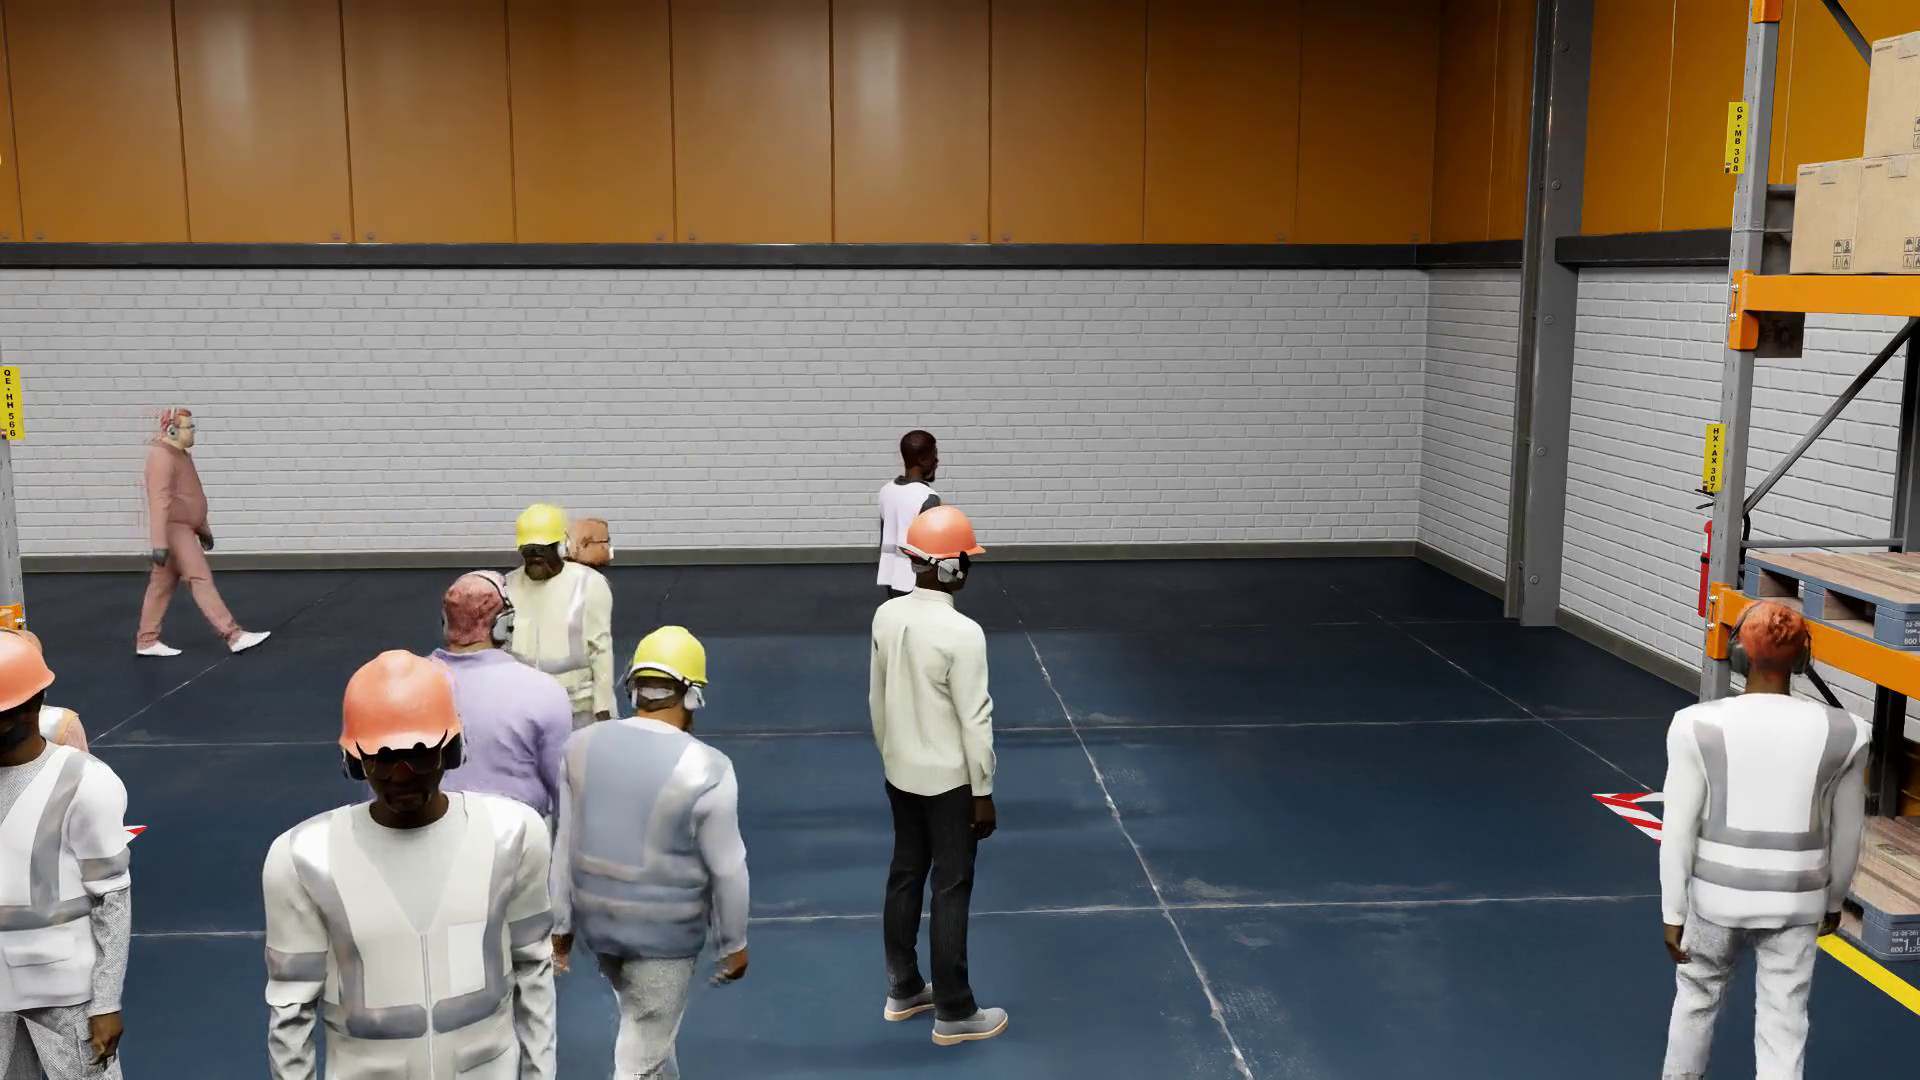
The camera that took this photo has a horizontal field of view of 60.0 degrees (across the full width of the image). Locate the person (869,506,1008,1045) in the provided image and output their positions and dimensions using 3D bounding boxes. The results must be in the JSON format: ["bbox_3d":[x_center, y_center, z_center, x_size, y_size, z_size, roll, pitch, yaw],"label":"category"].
[{"bbox_3d":[-0.082,0.863,6.179,0.382,1.993,0.622,-8,12,-40],"label":"person"}]

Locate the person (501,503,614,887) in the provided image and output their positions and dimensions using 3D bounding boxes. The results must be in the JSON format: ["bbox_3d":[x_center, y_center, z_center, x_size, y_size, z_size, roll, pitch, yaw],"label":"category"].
[{"bbox_3d":[-1.876,0.701,7.828,0.590,1.807,0.847,1,9,6],"label":"person"}]

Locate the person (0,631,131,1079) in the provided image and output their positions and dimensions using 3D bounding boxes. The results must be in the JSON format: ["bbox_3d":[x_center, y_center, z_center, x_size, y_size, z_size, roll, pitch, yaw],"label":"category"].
[{"bbox_3d":[-2.470,1.178,4.415,0.543,1.928,0.374,2,9,13],"label":"person"}]

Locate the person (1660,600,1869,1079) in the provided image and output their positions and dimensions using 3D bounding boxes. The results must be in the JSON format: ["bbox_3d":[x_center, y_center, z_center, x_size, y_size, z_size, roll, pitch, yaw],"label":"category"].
[{"bbox_3d":[2.449,1.095,5.154,0.572,1.848,0.889,3,9,17],"label":"person"}]

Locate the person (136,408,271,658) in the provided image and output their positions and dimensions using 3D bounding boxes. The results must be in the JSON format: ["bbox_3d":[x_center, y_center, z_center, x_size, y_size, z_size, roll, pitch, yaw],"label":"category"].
[{"bbox_3d":[-5.674,-0.045,12.299,0.976,1.852,0.676,-3,9,-17],"label":"person"}]

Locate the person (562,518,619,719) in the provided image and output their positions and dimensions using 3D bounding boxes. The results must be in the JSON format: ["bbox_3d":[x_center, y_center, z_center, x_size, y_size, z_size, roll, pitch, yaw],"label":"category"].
[{"bbox_3d":[-1.966,0.684,8.481,0.657,1.615,0.500,-1,9,-6],"label":"person"}]

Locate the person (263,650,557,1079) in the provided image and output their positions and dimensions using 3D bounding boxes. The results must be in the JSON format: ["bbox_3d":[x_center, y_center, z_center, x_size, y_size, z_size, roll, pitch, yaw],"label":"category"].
[{"bbox_3d":[-1.180,1.239,3.669,0.616,2.041,0.379,-4,10,-25],"label":"person"}]

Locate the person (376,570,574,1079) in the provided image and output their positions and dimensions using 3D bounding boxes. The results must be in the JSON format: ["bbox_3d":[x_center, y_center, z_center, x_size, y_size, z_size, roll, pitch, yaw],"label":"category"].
[{"bbox_3d":[-1.520,1.030,5.482,0.662,1.880,0.699,2,9,10],"label":"person"}]

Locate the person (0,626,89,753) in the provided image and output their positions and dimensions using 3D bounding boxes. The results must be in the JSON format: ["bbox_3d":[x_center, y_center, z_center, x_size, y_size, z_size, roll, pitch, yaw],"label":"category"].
[{"bbox_3d":[-3.235,1.113,5.728,0.524,1.639,0.306,-2,9,-9],"label":"person"}]

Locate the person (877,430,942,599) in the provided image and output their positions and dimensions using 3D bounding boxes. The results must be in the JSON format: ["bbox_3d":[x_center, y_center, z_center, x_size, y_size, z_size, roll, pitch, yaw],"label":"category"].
[{"bbox_3d":[-0.284,0.298,9.969,0.374,1.917,0.595,-6,11,-32],"label":"person"}]

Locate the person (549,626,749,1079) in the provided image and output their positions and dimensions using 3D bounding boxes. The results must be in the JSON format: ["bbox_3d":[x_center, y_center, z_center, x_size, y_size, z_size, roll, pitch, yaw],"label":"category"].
[{"bbox_3d":[-0.894,1.148,5.059,0.608,1.776,0.800,5,10,28],"label":"person"}]
